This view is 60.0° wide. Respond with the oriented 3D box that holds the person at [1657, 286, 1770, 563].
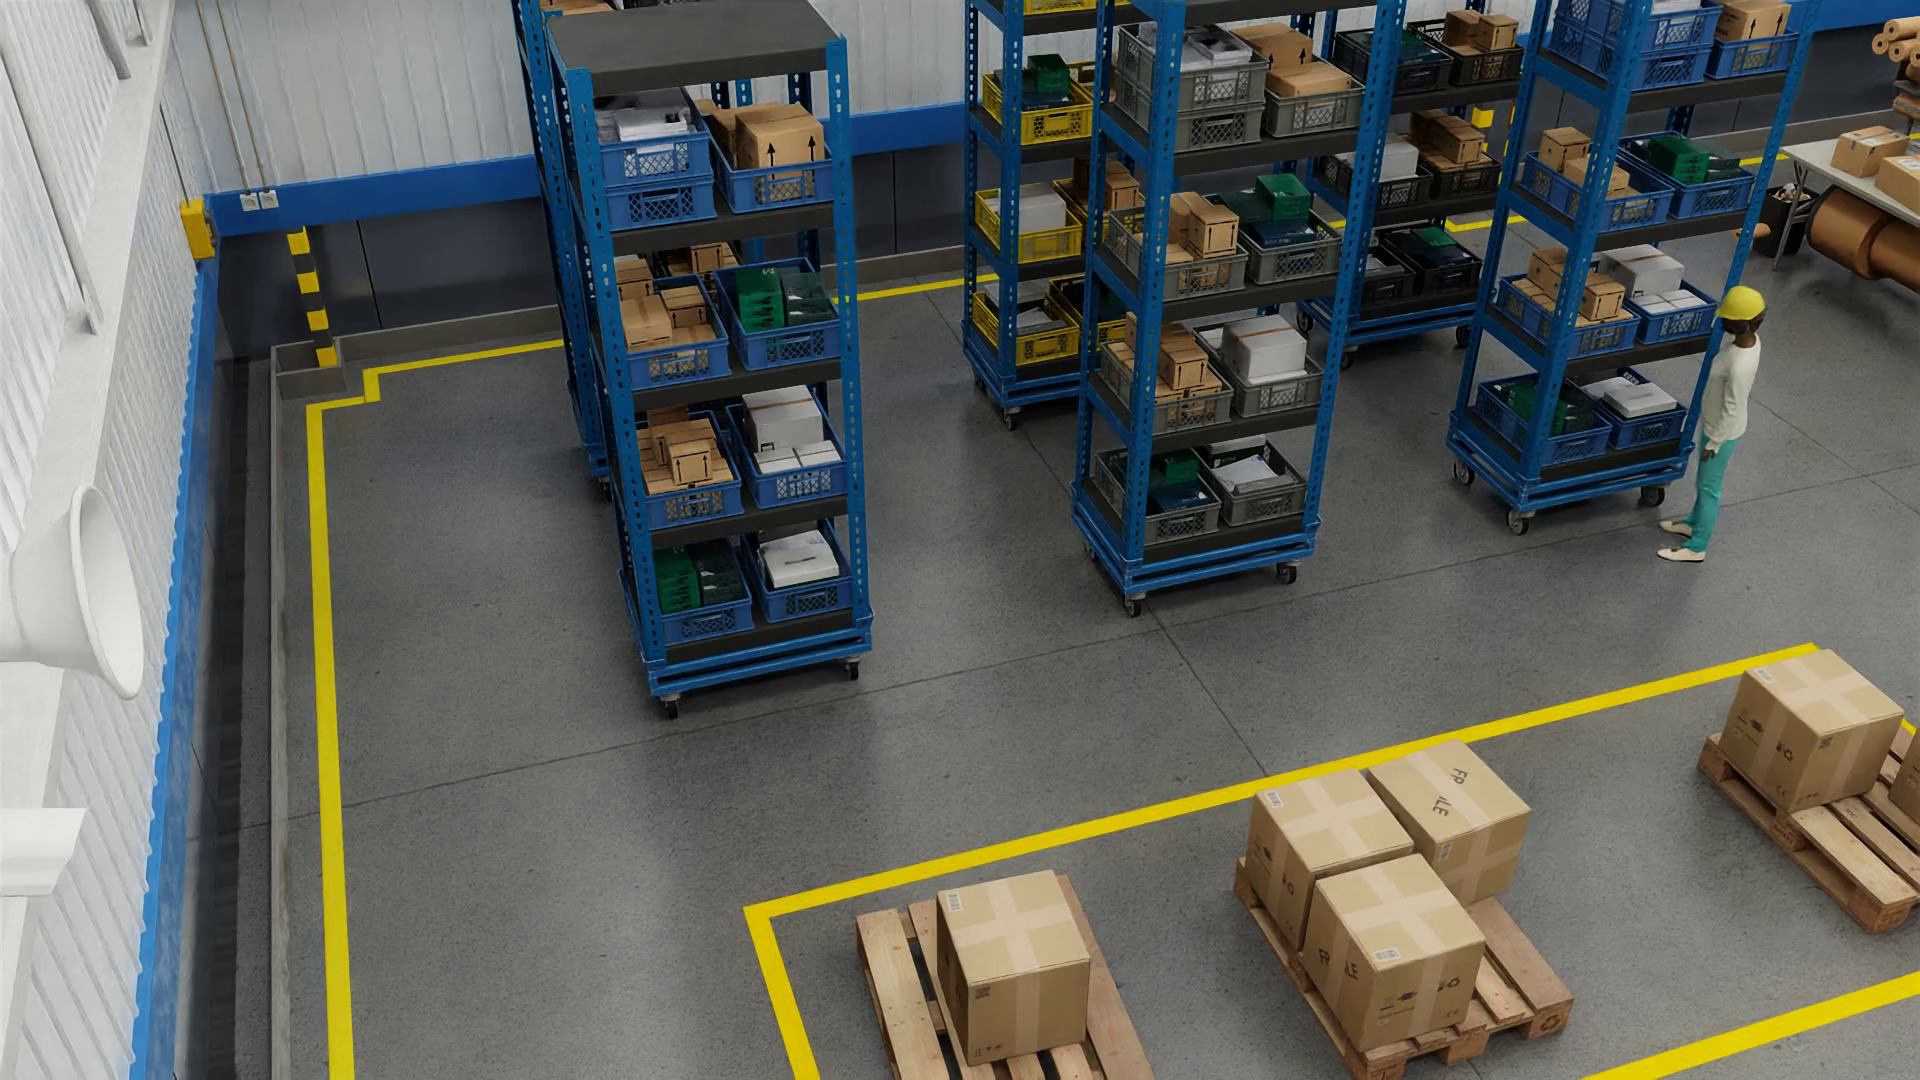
[{"bbox_3d":[4.397,-0.664,9.705,0.339,1.757,0.525,15,38,20],"label":"person"}]
